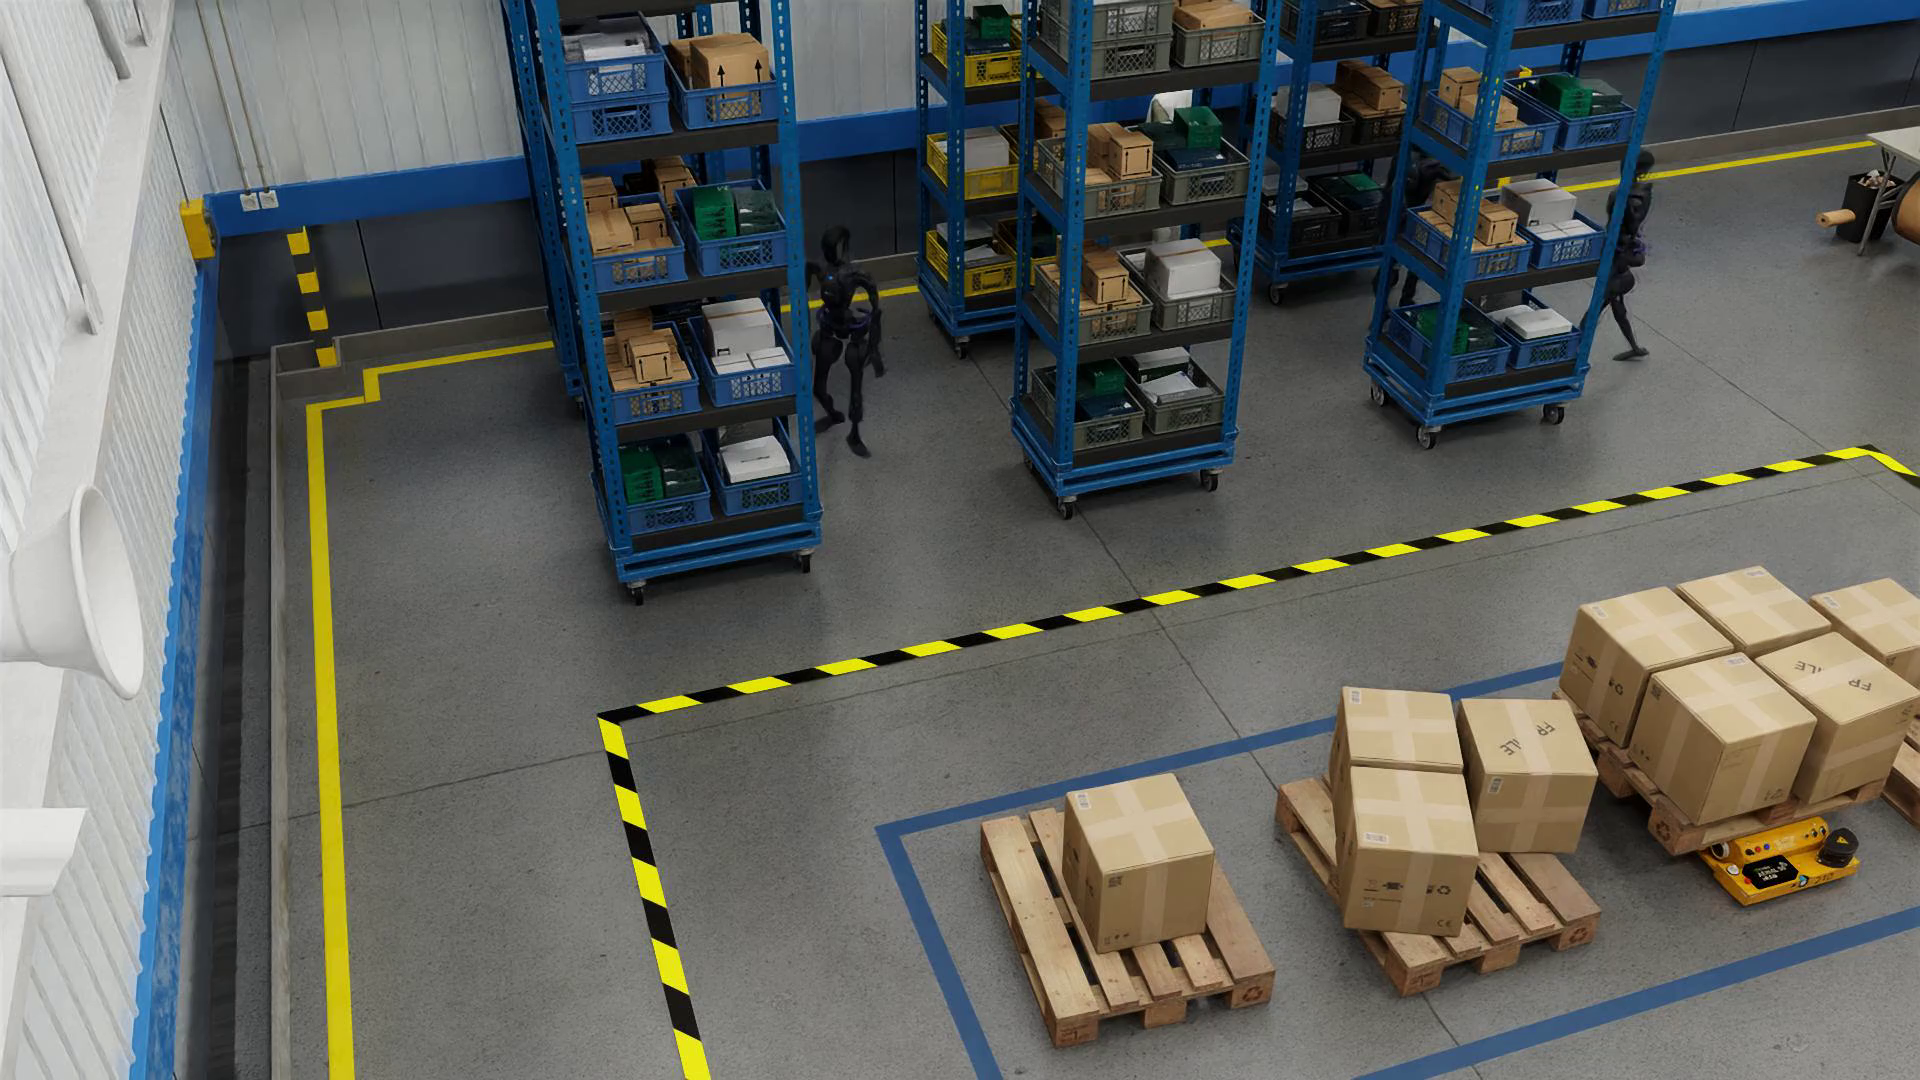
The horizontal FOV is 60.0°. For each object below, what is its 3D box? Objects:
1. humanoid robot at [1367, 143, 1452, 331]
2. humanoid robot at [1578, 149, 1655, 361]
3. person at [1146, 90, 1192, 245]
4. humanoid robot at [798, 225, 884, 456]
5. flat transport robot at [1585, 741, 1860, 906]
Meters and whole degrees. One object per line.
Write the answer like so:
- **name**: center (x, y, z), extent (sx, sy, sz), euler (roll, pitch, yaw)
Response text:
- **humanoid robot**: center (3.258, -2.198, 11.952), extent (0.338, 1.653, 0.606), euler (-28, 44, -34)
- **humanoid robot**: center (4.615, -1.955, 11.643), extent (0.768, 1.630, 0.591), euler (4, 35, 6)
- **person**: center (1.604, -2.937, 12.847), extent (0.390, 1.850, 0.565), euler (18, 39, 24)
- **humanoid robot**: center (-0.754, -1.303, 10.688), extent (0.606, 1.644, 0.447), euler (12, 37, 17)
- **flat transport robot**: center (3.738, 1.188, 8.347), extent (0.652, 0.197, 1.431), euler (-11, 37, -15)
